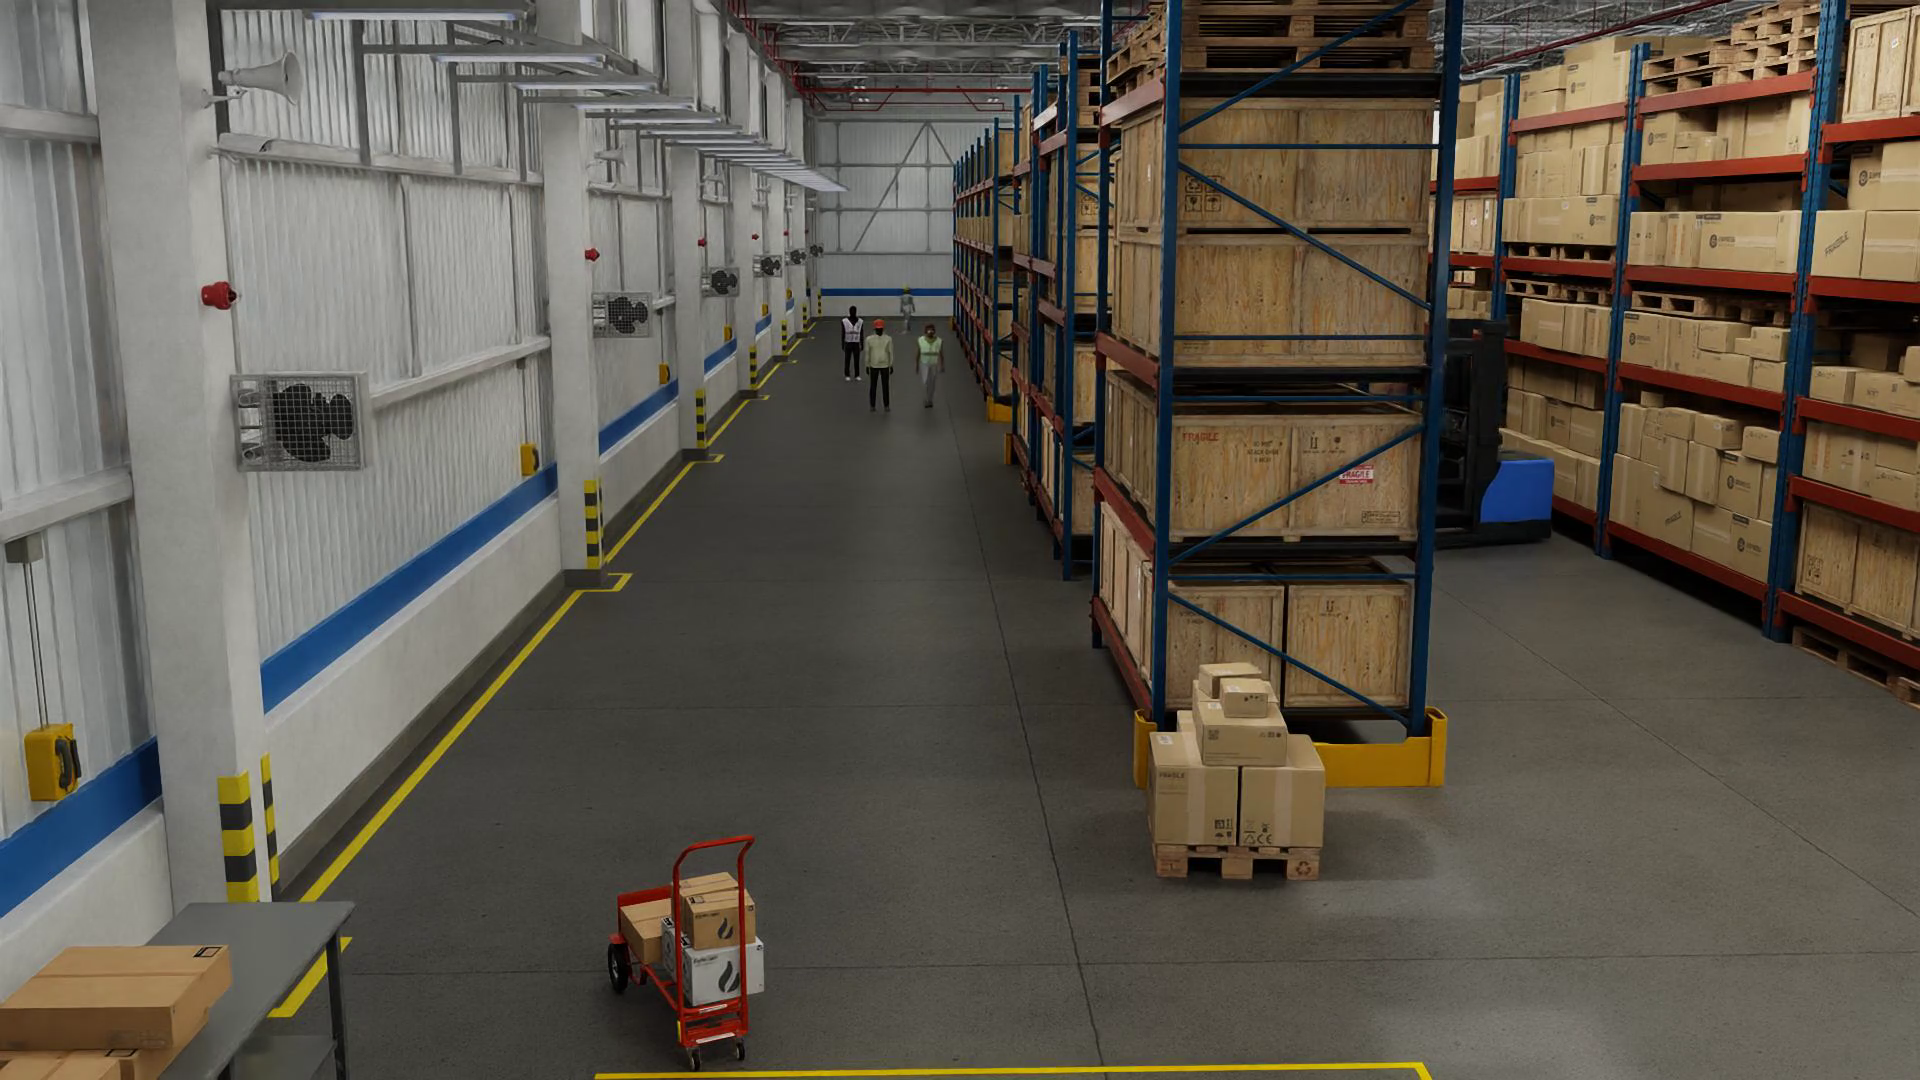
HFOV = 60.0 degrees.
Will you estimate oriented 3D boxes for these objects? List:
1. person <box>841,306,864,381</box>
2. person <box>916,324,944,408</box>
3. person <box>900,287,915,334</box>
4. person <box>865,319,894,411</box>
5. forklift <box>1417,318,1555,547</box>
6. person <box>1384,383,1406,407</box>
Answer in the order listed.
[{"bbox_3d":[-2.747,-5.027,42.542,0.592,1.911,0.387,-4,12,-19],"label":"person"},{"bbox_3d":[-0.636,-3.786,36.299,0.604,1.816,0.789,-2,11,-11],"label":"person"},{"bbox_3d":[-1.930,-8.336,60.330,0.491,1.693,0.910,6,12,28],"label":"person"},{"bbox_3d":[-1.718,-3.744,35.671,0.620,1.985,0.406,-2,11,-10],"label":"person"},{"bbox_3d":[6.516,-1.399,21.126,1.873,2.768,1.129,-3,11,-13],"label":"forklift"},{"bbox_3d":[7.781,-2.571,29.778,0.398,1.908,0.668,2,11,10],"label":"person"}]
